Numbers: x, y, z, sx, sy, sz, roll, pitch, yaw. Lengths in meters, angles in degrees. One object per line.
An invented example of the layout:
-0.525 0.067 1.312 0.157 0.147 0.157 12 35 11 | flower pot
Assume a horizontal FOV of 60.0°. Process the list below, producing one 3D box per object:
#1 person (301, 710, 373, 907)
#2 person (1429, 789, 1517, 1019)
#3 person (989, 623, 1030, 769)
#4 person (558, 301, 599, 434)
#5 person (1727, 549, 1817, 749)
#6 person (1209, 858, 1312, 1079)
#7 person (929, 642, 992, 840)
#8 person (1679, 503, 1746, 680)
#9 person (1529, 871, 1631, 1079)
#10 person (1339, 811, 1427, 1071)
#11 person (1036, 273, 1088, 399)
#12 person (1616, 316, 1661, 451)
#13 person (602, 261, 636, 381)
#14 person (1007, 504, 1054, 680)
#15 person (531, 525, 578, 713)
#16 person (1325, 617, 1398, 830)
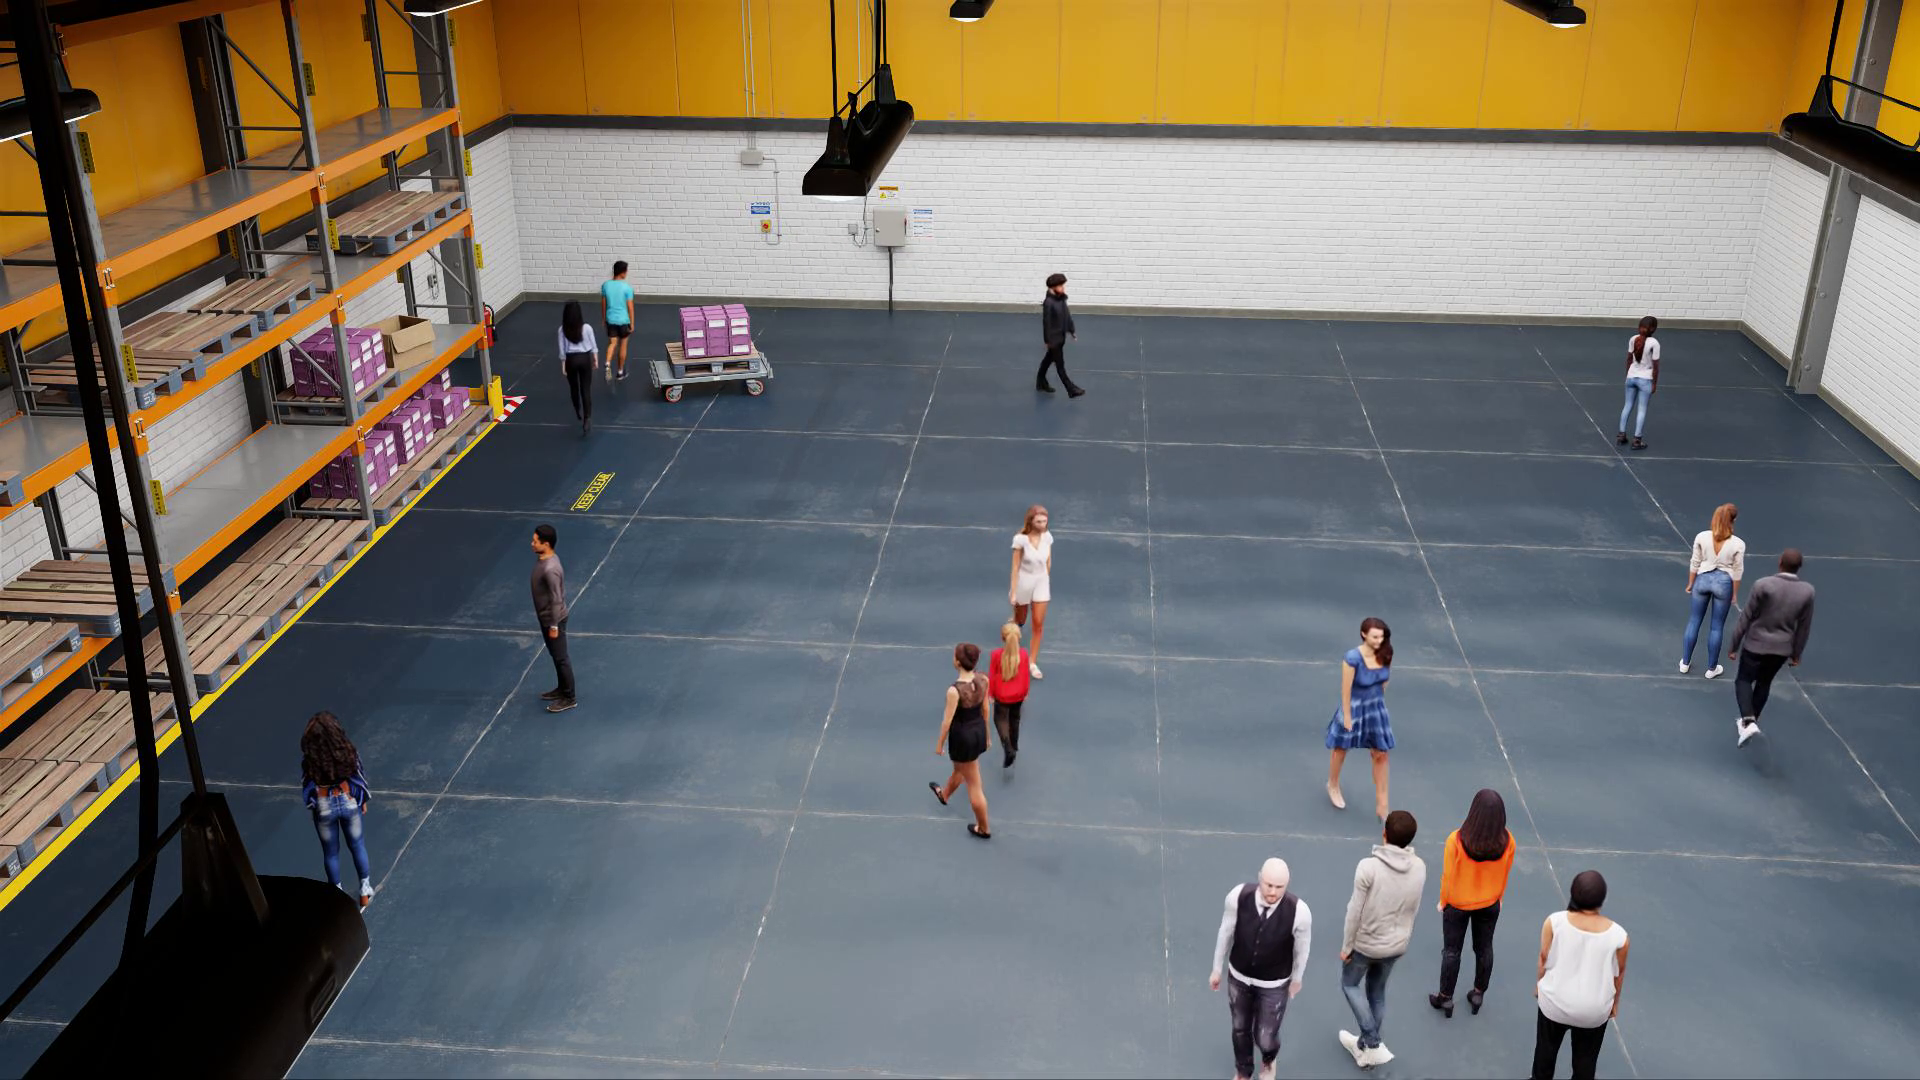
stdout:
-4.551 1.965 12.154 0.694 1.622 0.703 -10 26 -22 | person
3.393 2.398 11.004 0.658 1.748 0.611 -2 24 -6 | person
0.420 1.327 14.051 0.624 1.271 0.807 -4 24 -10 | person
-4.946 -2.204 21.597 0.909 1.697 1.240 -5 24 -11 | person
6.920 0.967 14.222 0.851 1.793 0.981 4 24 8 | person
1.886 2.674 10.304 0.836 1.805 0.853 13 27 28 | person
0.116 1.595 12.973 1.031 1.643 1.015 22 32 40 | person
7.002 0.461 15.474 0.689 1.719 0.696 16 29 33 | person
3.783 2.769 10.232 0.737 1.687 0.723 10 26 22 | person
2.683 2.592 10.463 0.866 1.828 0.925 -10 25 -21 | person
1.251 -2.822 22.969 1.018 1.730 1.119 14 27 29 | person
8.640 -2.014 21.136 0.728 1.719 0.657 -16 28 -33 | person
-4.840 -3.034 23.440 0.707 1.743 0.941 3 24 7 | person
0.630 0.419 15.627 0.848 1.673 1.088 -6 24 -14 | person
-3.642 0.690 14.890 0.781 1.767 0.630 9 25 19 | person
3.152 1.397 13.270 0.918 1.769 1.079 -10 25 -21 | person
